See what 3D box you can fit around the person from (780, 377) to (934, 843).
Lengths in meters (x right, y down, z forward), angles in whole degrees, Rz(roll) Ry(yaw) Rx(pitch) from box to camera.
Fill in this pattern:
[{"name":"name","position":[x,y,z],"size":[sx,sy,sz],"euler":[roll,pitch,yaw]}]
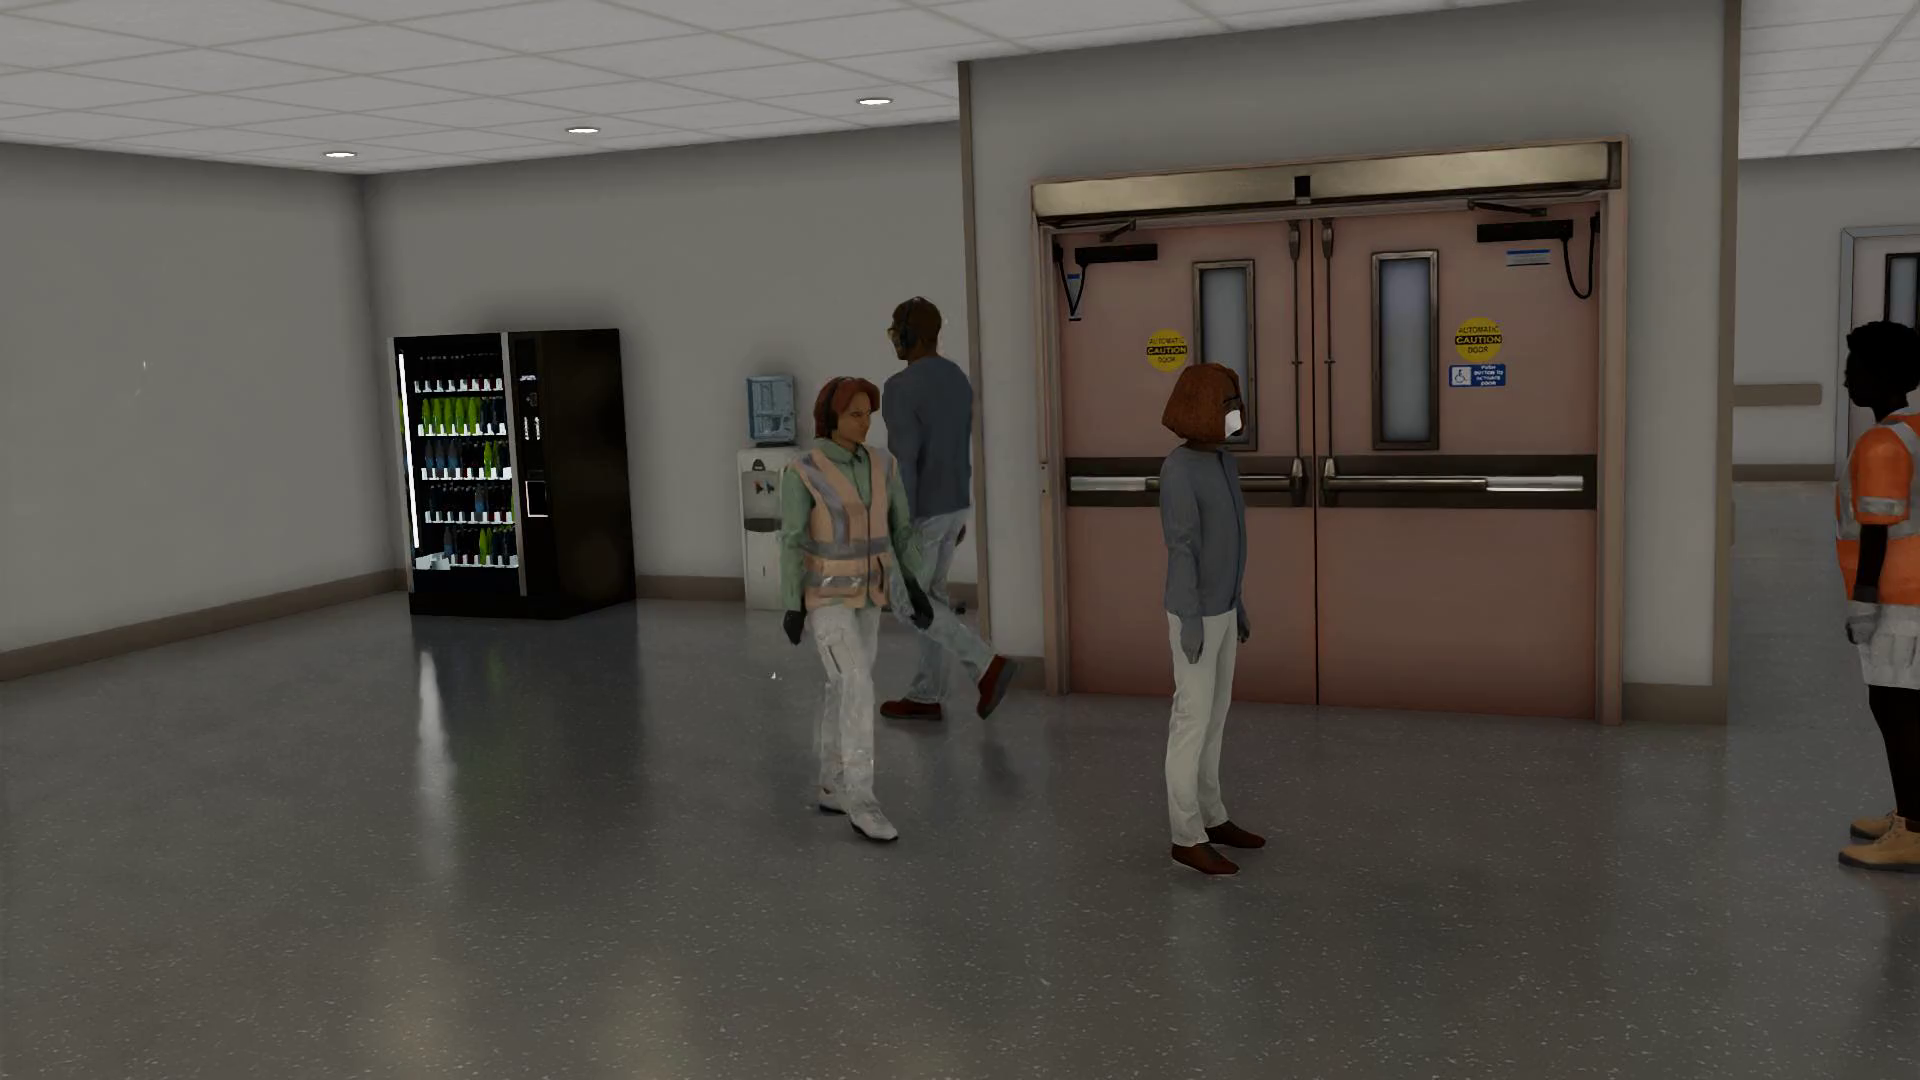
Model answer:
[{"name":"person","position":[-0.343,0.233,5.892],"size":[0.658,1.612,0.525],"euler":[4,10,40]}]

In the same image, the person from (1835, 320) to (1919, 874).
[{"name":"person","position":[2.894,0.167,5.161],"size":[0.322,1.689,0.536],"euler":[3,9,37]}]

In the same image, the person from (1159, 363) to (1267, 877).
[{"name":"person","position":[0.810,0.246,5.390],"size":[0.284,1.633,0.500],"euler":[1,8,27]}]

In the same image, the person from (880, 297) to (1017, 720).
[{"name":"person","position":[-0.083,-0.112,7.338],"size":[0.690,1.921,0.633],"euler":[2,9,31]}]
